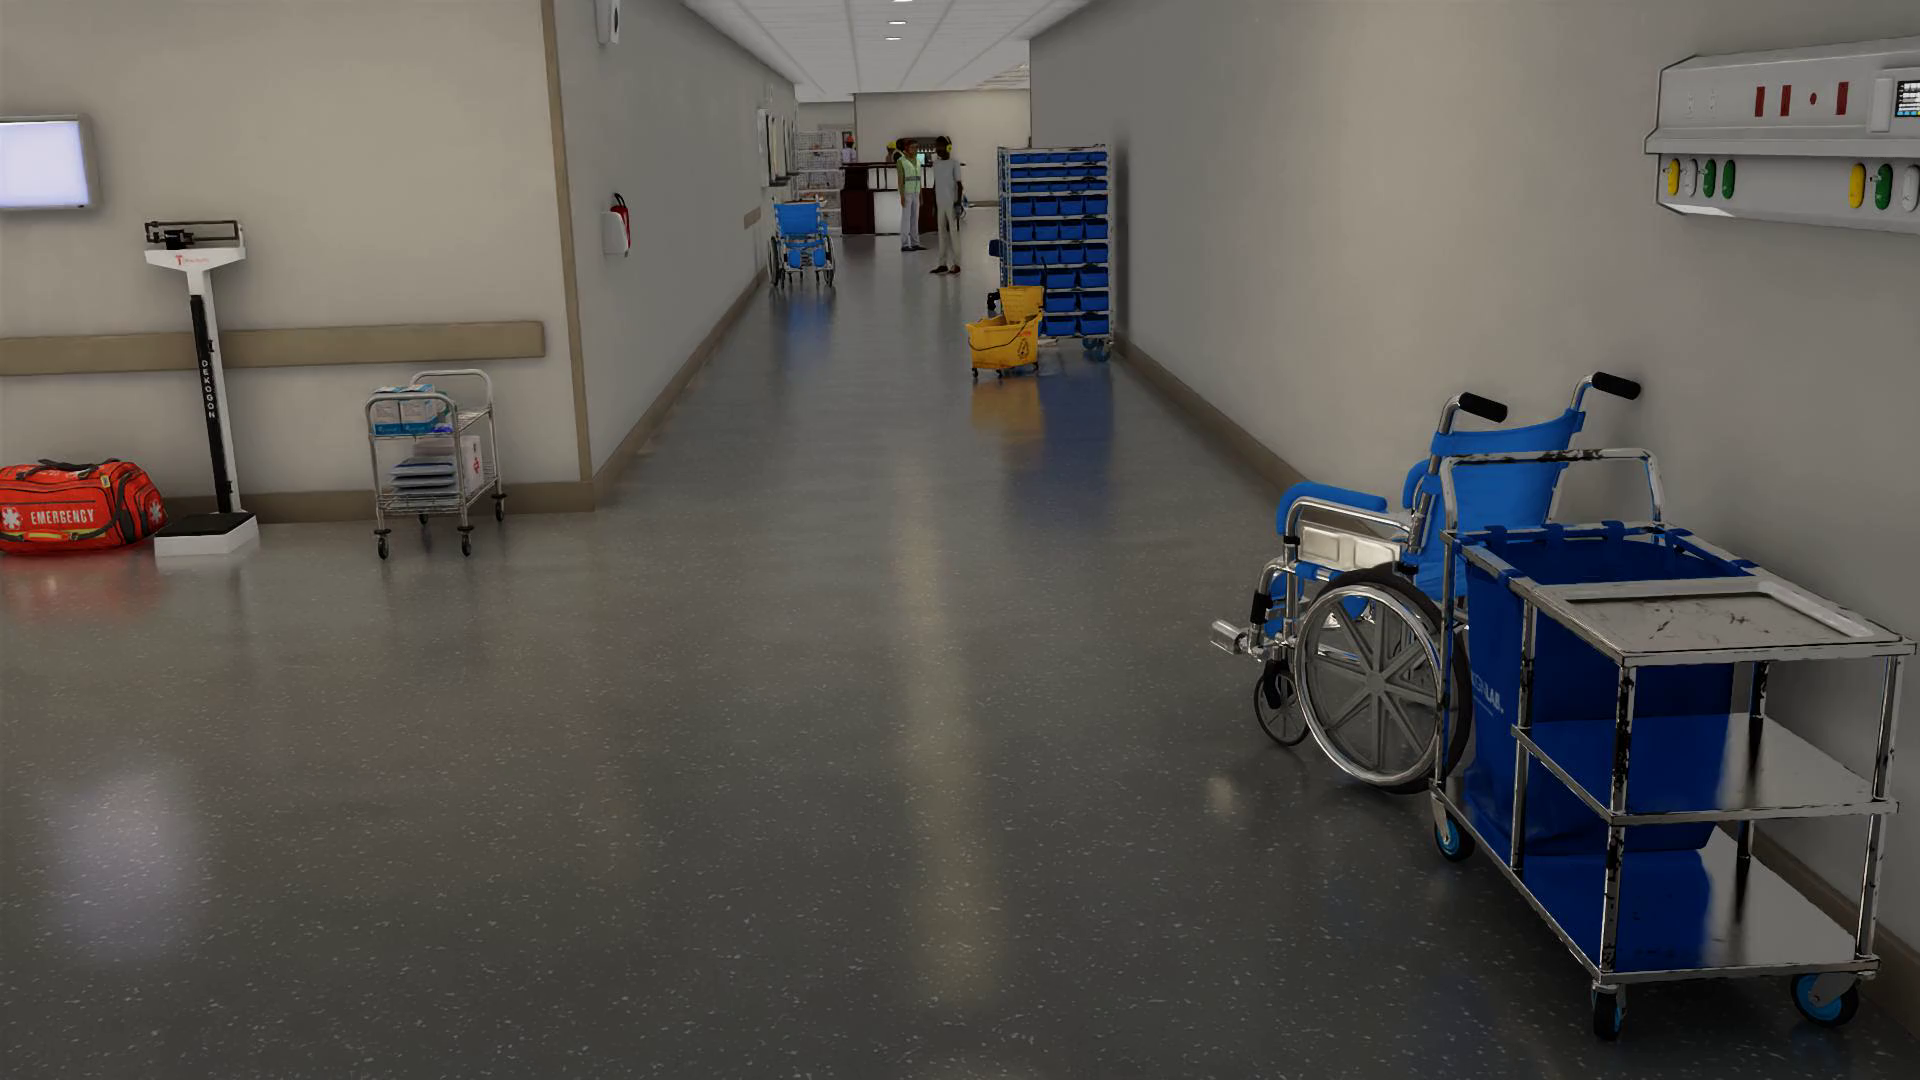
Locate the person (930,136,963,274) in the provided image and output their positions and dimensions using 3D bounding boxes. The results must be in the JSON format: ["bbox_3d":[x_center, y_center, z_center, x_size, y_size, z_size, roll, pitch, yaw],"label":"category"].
[{"bbox_3d":[-0.186,-4.594,22.839,0.513,1.872,0.331,10,18,40],"label":"person"}]

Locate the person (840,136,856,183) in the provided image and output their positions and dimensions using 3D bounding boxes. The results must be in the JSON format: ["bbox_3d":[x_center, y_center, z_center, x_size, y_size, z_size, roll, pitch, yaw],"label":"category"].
[{"bbox_3d":[-3.103,-10.410,46.967,0.542,1.929,0.374,7,16,31],"label":"person"}]

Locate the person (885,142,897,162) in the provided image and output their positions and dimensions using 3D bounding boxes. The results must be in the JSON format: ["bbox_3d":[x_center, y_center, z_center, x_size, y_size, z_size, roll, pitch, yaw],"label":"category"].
[{"bbox_3d":[-1.642,-8.680,40.040,0.337,1.761,0.526,-5,14,-15],"label":"person"}]

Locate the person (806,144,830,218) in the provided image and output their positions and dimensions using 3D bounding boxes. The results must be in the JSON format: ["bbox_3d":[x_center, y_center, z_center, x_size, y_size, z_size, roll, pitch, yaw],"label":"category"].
[{"bbox_3d":[-3.448,-8.719,40.427,0.568,1.748,0.340,-2,14,-1],"label":"person"}]

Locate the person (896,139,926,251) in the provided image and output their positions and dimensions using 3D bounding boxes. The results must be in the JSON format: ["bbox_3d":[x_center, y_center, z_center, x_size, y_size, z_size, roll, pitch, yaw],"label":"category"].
[{"bbox_3d":[-0.839,-5.736,27.691,0.388,1.838,0.562,8,17,35],"label":"person"}]

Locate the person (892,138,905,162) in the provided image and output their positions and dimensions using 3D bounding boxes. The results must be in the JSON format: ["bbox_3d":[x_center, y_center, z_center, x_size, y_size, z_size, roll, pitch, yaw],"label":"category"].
[{"bbox_3d":[-1.396,-8.596,39.504,0.430,1.841,0.624,0,14,5],"label":"person"}]

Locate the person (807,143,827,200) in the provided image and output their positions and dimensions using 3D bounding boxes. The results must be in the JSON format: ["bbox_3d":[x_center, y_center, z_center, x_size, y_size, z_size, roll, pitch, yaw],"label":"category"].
[{"bbox_3d":[-4.377,-11.244,50.908,0.648,1.749,0.534,-7,15,-22],"label":"person"}]
